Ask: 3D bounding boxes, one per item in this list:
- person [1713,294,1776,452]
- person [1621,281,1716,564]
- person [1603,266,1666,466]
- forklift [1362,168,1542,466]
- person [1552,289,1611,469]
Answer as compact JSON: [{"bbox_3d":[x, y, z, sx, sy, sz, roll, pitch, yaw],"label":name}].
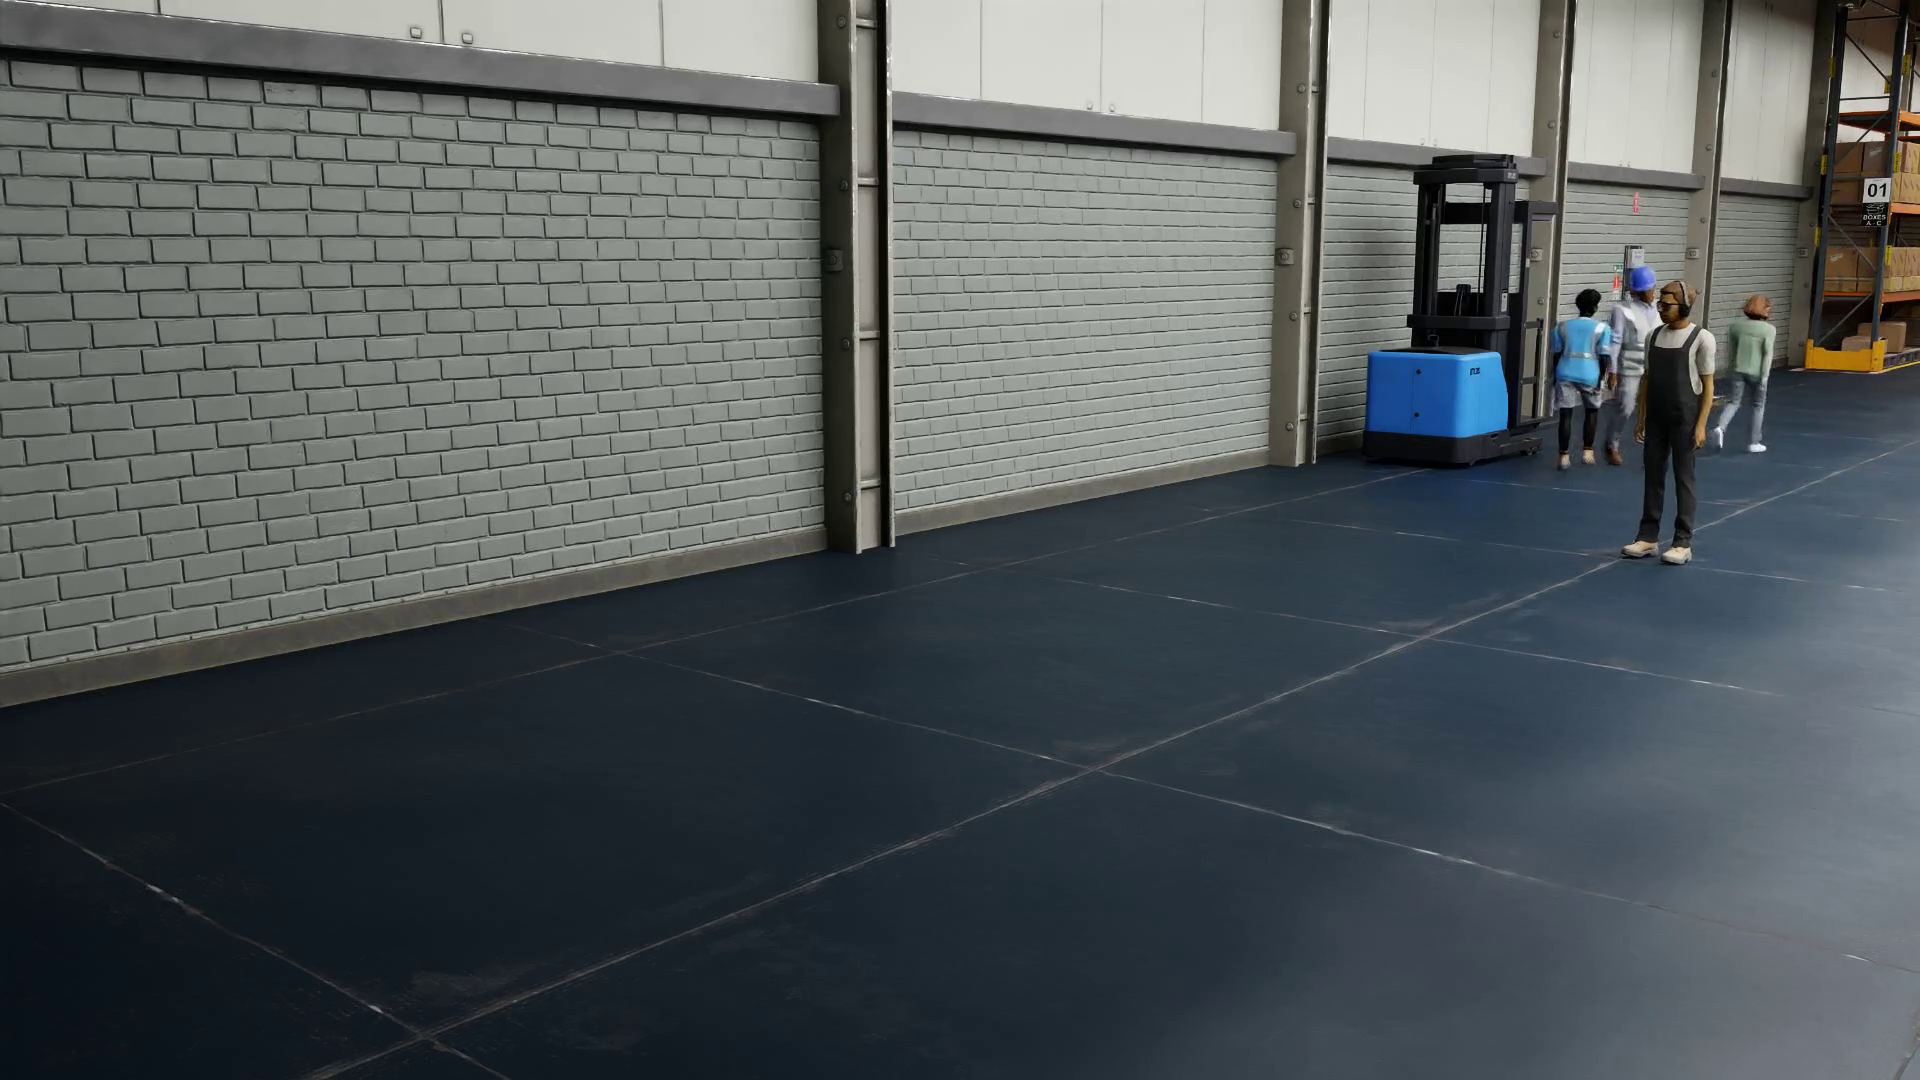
[{"bbox_3d":[7.898,-1.671,16.717,0.716,1.601,0.498,-8,13,-38],"label":"person"},{"bbox_3d":[4.676,-0.774,10.932,0.339,1.842,0.507,-6,12,-32],"label":"person"},{"bbox_3d":[6.319,-1.604,15.525,0.669,1.896,0.854,-1,10,-4],"label":"person"},{"bbox_3d":[4.875,-2.212,16.287,1.129,2.768,1.873,8,13,40],"label":"forklift"},{"bbox_3d":[5.830,-1.517,15.633,0.549,1.674,0.599,6,12,30],"label":"person"}]
